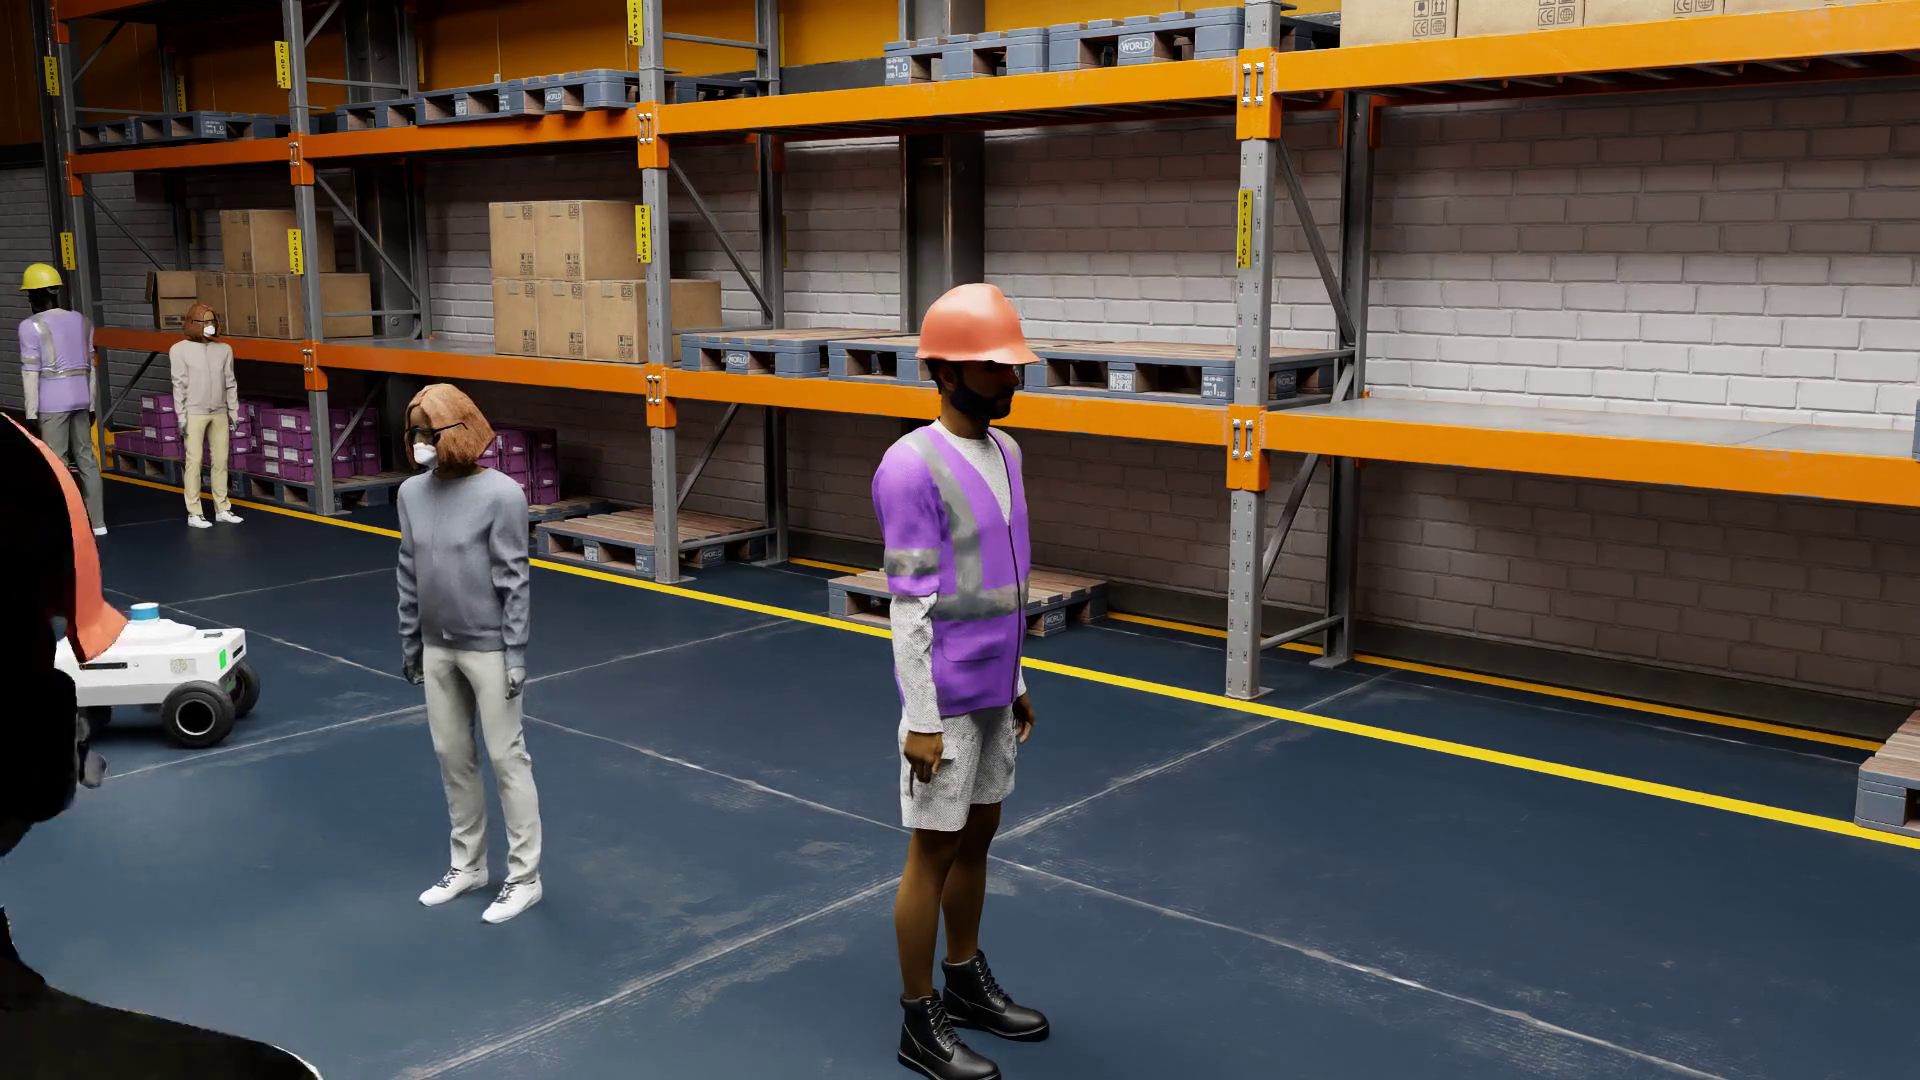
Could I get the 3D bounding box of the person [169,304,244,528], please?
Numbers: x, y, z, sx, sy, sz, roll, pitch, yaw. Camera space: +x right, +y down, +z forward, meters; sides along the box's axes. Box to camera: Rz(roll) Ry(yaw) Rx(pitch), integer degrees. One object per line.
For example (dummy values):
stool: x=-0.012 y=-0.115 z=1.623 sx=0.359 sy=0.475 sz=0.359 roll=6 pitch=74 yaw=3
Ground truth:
person: x=-5.483 y=-0.902 z=12.109 sx=0.281 sy=1.625 sz=0.493 roll=7 pitch=12 yaw=34

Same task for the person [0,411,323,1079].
person: x=-0.661 y=0.881 z=1.034 sx=0.622 sy=1.959 sz=0.960 roll=-1 pitch=10 yaw=-6

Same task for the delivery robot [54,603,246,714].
delivery robot: x=-3.352 y=0.505 z=6.869 sx=0.707 sy=0.478 sz=0.477 roll=-2 pitch=10 yaw=-10

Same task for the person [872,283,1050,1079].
person: x=0.026 y=0.352 z=4.068 sx=0.359 sy=1.938 sz=0.545 roll=5 pitch=11 yaw=28

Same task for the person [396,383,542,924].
person: x=-1.507 y=0.337 z=5.051 sx=0.505 sy=1.623 sz=0.292 roll=5 pitch=11 yaw=26

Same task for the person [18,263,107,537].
person: x=-6.229 y=-0.939 z=11.496 sx=0.399 sy=1.919 sz=0.592 roll=3 pitch=11 yaw=19
